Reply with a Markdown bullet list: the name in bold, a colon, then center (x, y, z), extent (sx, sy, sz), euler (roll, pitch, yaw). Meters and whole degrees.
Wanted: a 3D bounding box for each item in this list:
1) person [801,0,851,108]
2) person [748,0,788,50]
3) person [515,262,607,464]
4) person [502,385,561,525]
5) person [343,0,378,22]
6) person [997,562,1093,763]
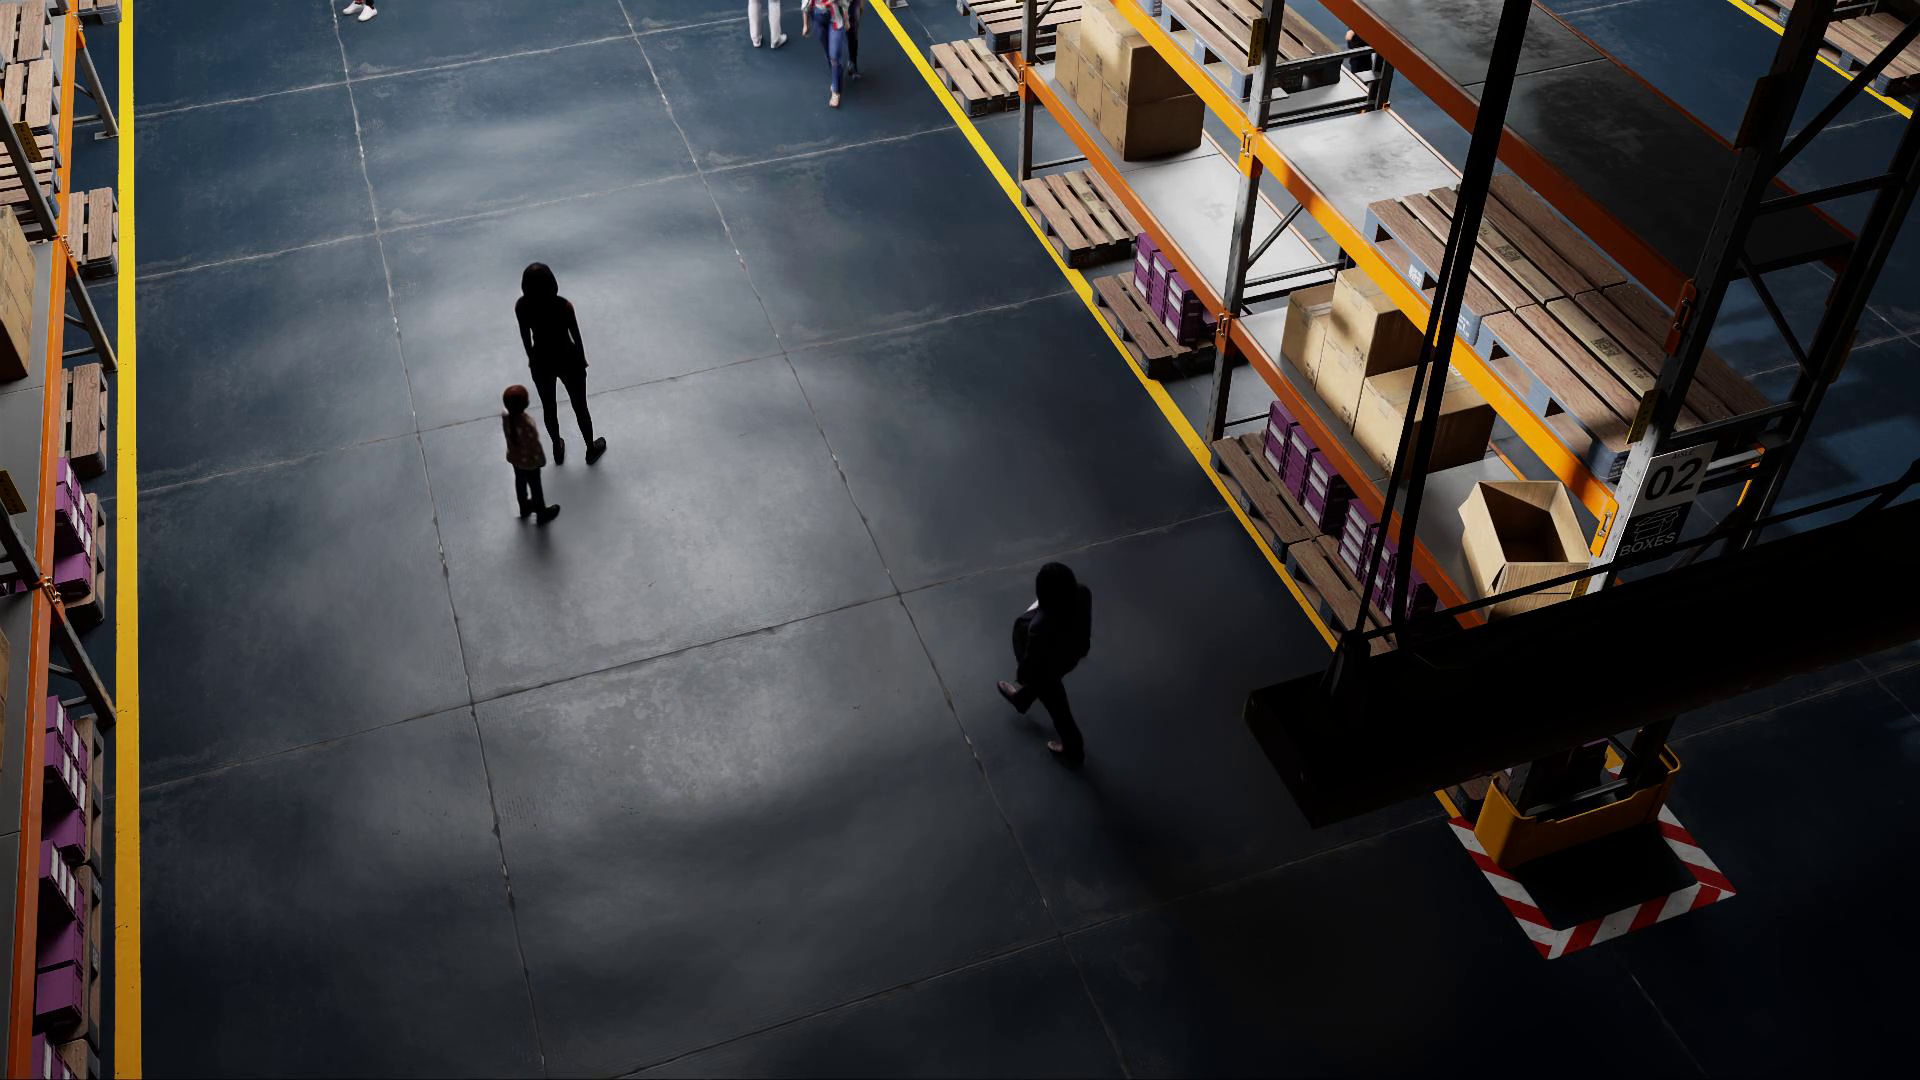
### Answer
- **person**: center (-1.283, -5.197, 16.526), extent (0.853, 1.588, 0.943), euler (11, 45, 11)
- **person**: center (-2.059, -6.002, 17.161), extent (0.768, 1.878, 0.787), euler (6, 44, 6)
- **person**: center (-2.996, -1.309, 12.335), extent (0.662, 1.740, 0.627), euler (1, 44, 1)
- **person**: center (-3.152, -0.625, 12.013), extent (0.526, 1.193, 0.602), euler (24, 48, 23)
- **person**: center (-6.559, -6.382, 17.741), extent (0.606, 1.628, 0.712), euler (29, 51, 27)
- **person**: center (0.636, 0.778, 10.276), extent (1.131, 1.558, 1.014), euler (26, 49, 25)
